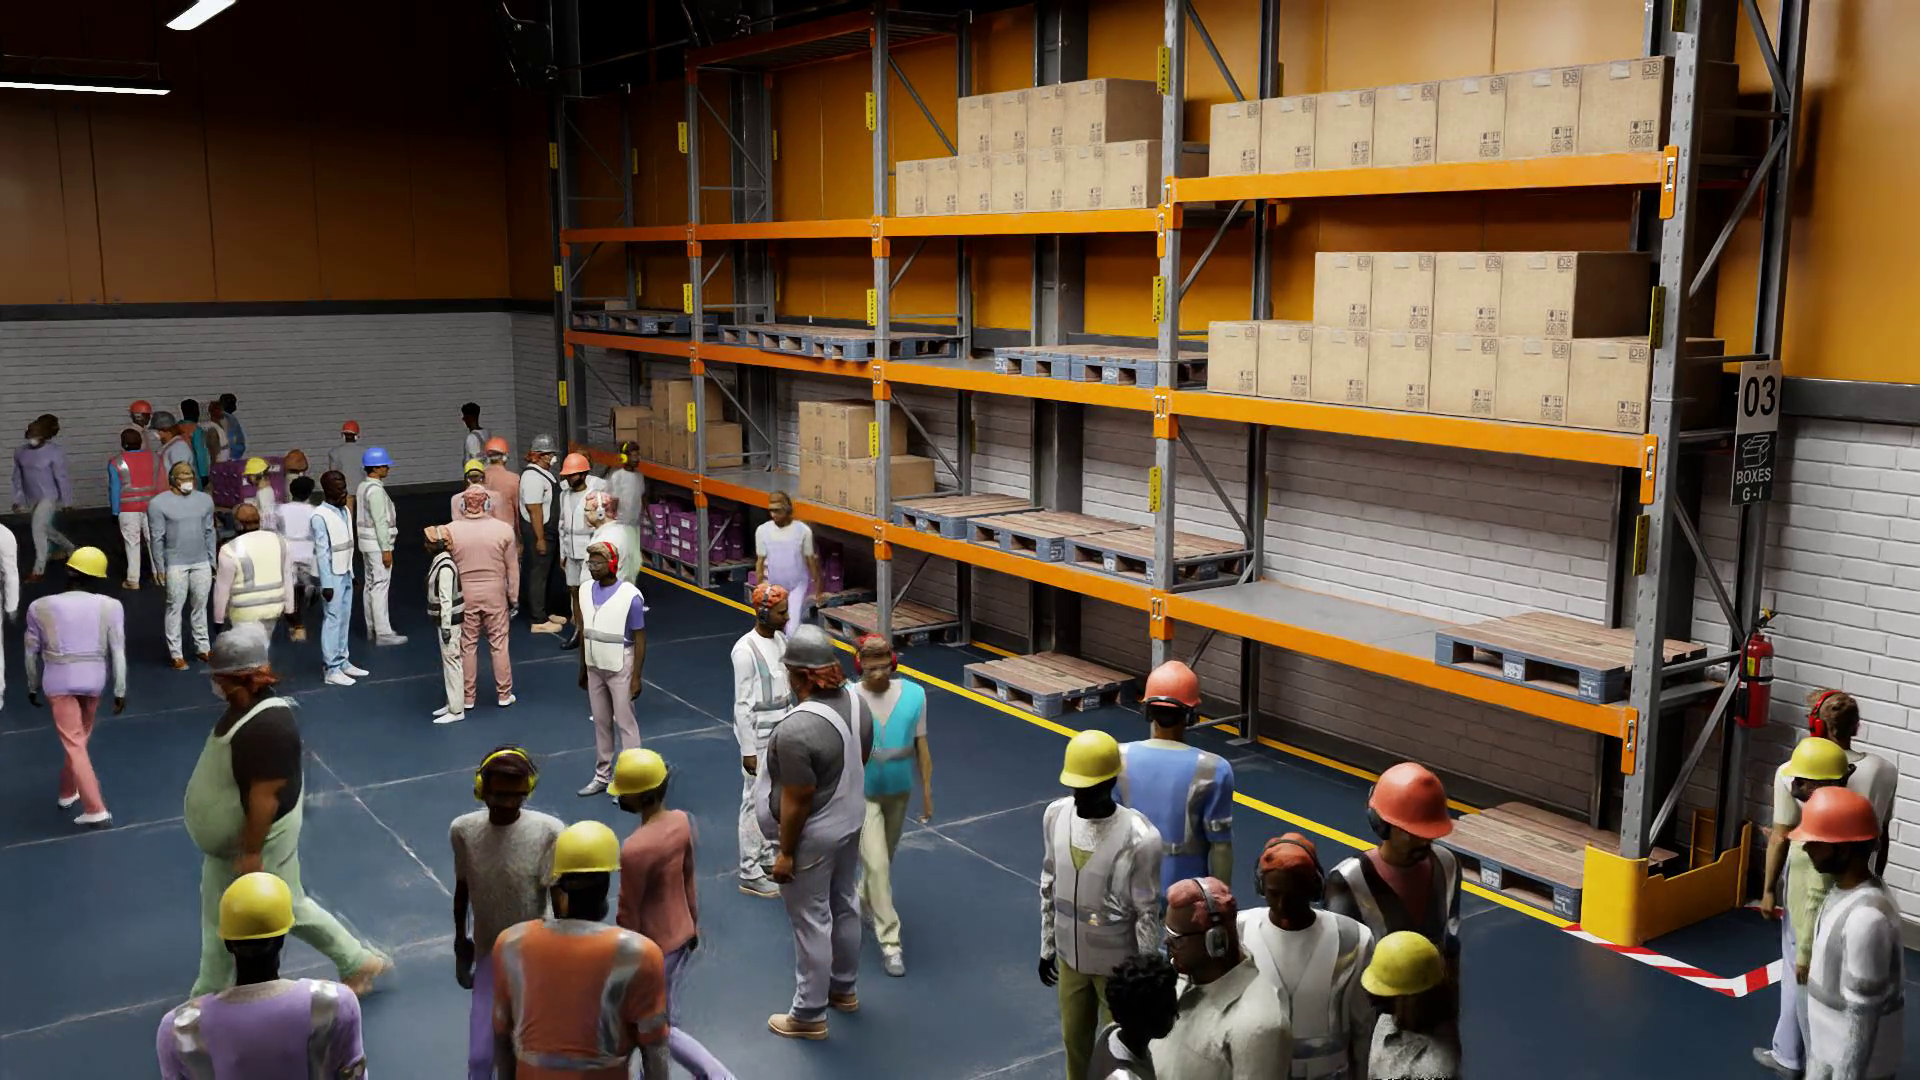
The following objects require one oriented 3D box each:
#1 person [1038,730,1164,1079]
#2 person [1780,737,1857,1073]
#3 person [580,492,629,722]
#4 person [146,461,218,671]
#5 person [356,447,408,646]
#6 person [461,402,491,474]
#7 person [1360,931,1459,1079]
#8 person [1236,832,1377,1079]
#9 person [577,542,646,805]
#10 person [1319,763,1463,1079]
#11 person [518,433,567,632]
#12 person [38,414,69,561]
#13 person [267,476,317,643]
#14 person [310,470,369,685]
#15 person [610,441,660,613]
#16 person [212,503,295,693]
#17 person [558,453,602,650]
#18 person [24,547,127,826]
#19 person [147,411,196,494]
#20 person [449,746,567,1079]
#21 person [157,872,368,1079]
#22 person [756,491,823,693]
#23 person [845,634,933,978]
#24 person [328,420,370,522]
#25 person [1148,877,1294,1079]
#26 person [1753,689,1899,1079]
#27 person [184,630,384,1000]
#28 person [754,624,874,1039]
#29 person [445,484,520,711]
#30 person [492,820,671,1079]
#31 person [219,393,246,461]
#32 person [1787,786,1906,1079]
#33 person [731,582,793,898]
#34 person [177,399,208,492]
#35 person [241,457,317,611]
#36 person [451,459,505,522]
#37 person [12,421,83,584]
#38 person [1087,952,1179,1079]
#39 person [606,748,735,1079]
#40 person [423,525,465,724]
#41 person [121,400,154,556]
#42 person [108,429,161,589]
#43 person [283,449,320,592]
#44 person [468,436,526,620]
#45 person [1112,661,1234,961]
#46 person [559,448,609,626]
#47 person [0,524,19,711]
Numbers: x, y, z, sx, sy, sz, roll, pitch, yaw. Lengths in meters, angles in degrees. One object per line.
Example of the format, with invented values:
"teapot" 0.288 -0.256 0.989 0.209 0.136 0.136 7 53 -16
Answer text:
"person" 0.554 1.700 6.805 0.585 1.919 0.394 9 13 42
"person" 3.677 1.712 7.192 0.340 1.761 0.525 5 11 28
"person" -2.915 0.541 13.677 0.399 1.899 0.651 -1 10 -4
"person" -7.153 0.228 15.386 0.372 1.939 0.631 7 12 35
"person" -5.715 0.059 16.340 0.389 1.949 0.604 -6 12 -33
"person" -6.143 -0.775 21.190 0.373 1.963 0.607 0 10 1
"person" 1.370 2.045 5.306 0.387 1.723 0.516 0 10 -2
"person" 1.126 1.905 5.724 0.597 1.877 0.371 2 10 14
"person" -2.431 0.913 11.630 0.575 1.843 0.375 6 11 32
"person" 1.578 1.780 6.023 0.608 2.030 0.409 -5 11 -26
"person" -4.209 -0.090 16.946 0.535 2.000 0.681 -1 10 -6
"person" -11.413 -0.661 20.876 0.328 1.841 0.514 -4 10 -23
"person" -6.588 0.182 16.530 0.523 1.634 0.782 -6 11 -30
"person" -5.578 0.326 14.860 0.381 1.918 0.596 0 10 1
"person" -3.444 -0.130 17.731 0.466 1.857 0.548 4 10 21
"person" -5.852 0.592 13.598 0.810 1.810 0.631 5 11 27
"person" -3.641 0.127 15.974 0.552 1.935 0.374 5 11 27
"person" -5.963 0.976 11.254 0.580 1.855 0.879 -9 13 -43
"person" -9.214 -0.510 19.414 0.535 2.000 0.703 -8 13 -40
"person" -1.854 1.746 6.811 0.516 1.823 0.892 0 10 -2
"person" -2.143 1.970 5.191 0.587 1.927 0.367 -4 11 -23
"person" -1.504 0.420 14.716 0.573 1.795 0.935 2 10 9
"person" -0.460 1.367 9.118 0.581 1.801 0.947 -4 10 -21
"person" -7.655 -0.639 21.007 0.564 1.751 0.342 -2 10 -11
"person" 0.767 1.977 5.253 0.402 1.896 0.652 -3 10 -19
"person" 3.981 1.600 7.628 0.562 1.838 0.388 -1 10 -3
"person" -3.454 1.389 8.265 0.958 2.000 0.682 -8 12 -38
"person" -0.749 1.406 8.163 0.537 2.000 0.679 5 11 25
"person" -4.034 0.481 13.989 0.652 1.906 0.409 -3 10 -15
"person" -1.266 1.901 5.670 0.610 1.900 0.450 1 10 6
"person" -10.567 -1.204 24.083 0.430 1.841 0.624 -2 10 -14
"person" 3.214 1.825 6.081 0.422 1.924 0.602 4 10 20
"person" -1.160 1.182 9.967 0.362 1.878 0.584 3 10 19
"person" -10.255 -0.916 22.169 0.605 1.917 0.383 6 11 32
"person" -7.149 -0.010 17.368 0.648 1.744 0.542 -3 10 -19
"person" -4.883 0.061 16.889 0.524 1.760 0.327 -4 10 -20
"person" -10.797 -0.481 19.696 0.623 1.899 0.917 3 10 15
"person" 0.499 2.090 5.208 0.329 1.681 0.536 0 10 1
"person" -1.237 1.729 7.160 0.742 1.742 0.530 3 10 15
"person" -4.209 0.682 13.623 0.313 1.634 0.514 -4 10 -20
"person" -10.492 -0.800 21.297 0.427 1.976 0.626 -2 10 -12
"person" -9.461 -0.361 19.119 0.429 1.846 0.625 8 12 38
"person" -7.482 -0.213 18.850 0.272 1.635 0.507 -7 12 -36
"person" -4.751 -0.077 17.079 0.641 1.967 0.698 1 10 8
"person" 0.920 1.542 7.400 0.609 2.035 0.415 4 10 22
"person" -3.863 -0.029 17.161 0.510 1.846 0.341 -3 10 -16
"person" -8.191 0.506 13.867 0.700 1.902 0.477 0 10 -1
